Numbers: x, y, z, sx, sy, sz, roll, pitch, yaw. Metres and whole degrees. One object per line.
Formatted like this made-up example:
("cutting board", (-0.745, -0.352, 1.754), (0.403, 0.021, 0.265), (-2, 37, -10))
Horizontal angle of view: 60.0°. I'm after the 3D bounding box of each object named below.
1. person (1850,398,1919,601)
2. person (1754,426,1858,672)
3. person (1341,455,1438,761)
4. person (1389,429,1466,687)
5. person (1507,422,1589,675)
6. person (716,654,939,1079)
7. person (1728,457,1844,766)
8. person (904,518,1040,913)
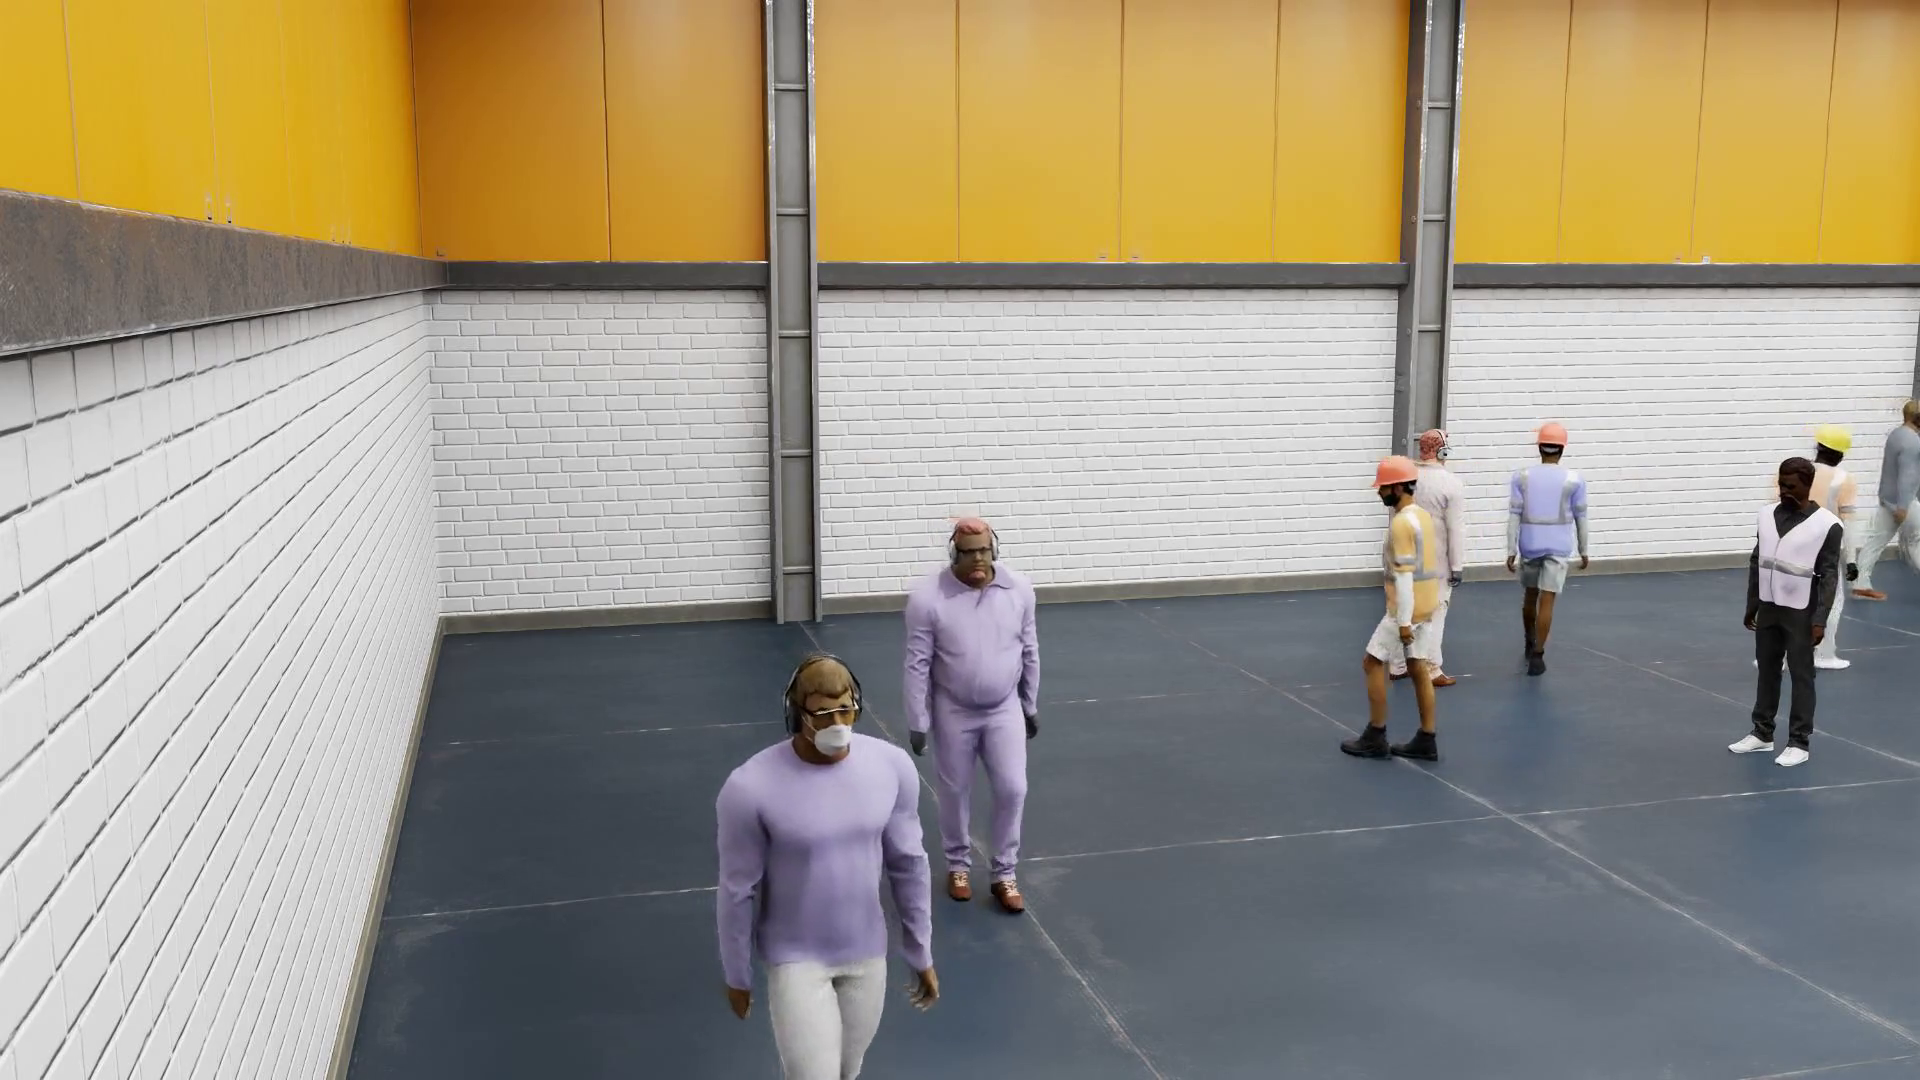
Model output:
("person", (8.742, -0.350, 15.249), (0.986, 1.889, 0.653), (2, 9, 14))
("person", (6.495, 0.078, 12.626), (0.621, 1.880, 0.670), (-7, 12, -39))
("person", (2.712, 0.421, 10.404), (0.728, 1.904, 0.562), (6, 11, 33))
("person", (3.445, 0.132, 12.245), (0.401, 1.903, 0.644), (-7, 12, -39))
("person", (4.535, 0.043, 12.778), (0.569, 1.897, 0.916), (5, 11, 30))
("person", (-0.362, 1.289, 4.974), (0.635, 1.916, 0.693), (-6, 11, -31))
("person", (5.147, 0.432, 10.321), (0.393, 1.916, 0.591), (-4, 10, -25))
("person", (0.083, 0.836, 7.882), (0.686, 1.881, 0.707), (-2, 9, -12))
